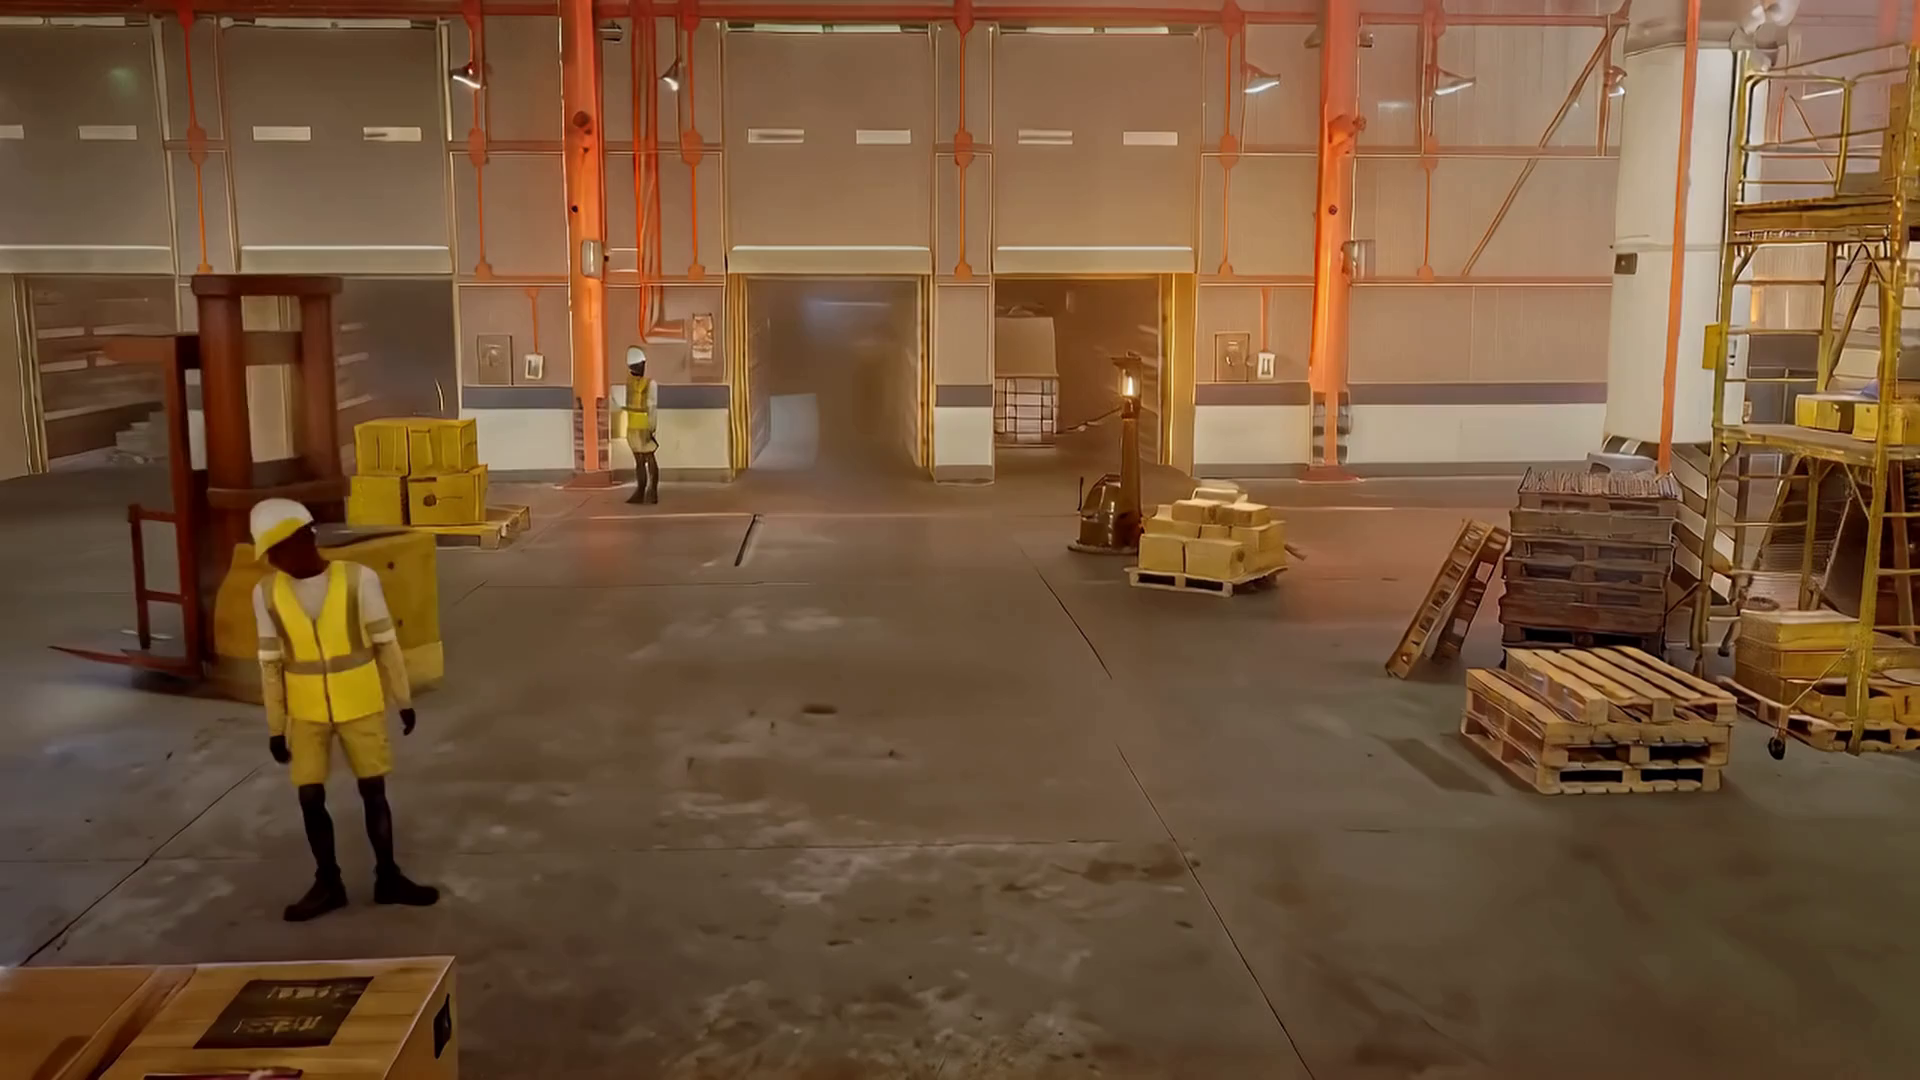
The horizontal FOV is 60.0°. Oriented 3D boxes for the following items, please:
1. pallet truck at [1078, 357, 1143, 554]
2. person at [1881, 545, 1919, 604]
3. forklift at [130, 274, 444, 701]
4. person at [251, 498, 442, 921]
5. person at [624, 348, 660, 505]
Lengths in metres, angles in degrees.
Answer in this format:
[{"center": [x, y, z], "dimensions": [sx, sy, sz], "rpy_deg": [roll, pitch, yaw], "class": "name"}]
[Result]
[{"center": [2.088, -0.836, 16.757], "dimensions": [1.885, 1.965, 0.823], "rpy_deg": [2, 9, 13], "class": "pallet truck"}, {"center": [8.362, -0.347, 13.989], "dimensions": [0.939, 1.908, 0.630], "rpy_deg": [4, 10, 21], "class": "person"}, {"center": [-4.589, -0.396, 11.237], "dimensions": [1.873, 2.768, 1.129], "rpy_deg": [5, 10, 27], "class": "forklift"}, {"center": [-2.654, 0.744, 7.231], "dimensions": [0.726, 1.892, 0.377], "rpy_deg": [-2, 9, -12], "class": "person"}, {"center": [-3.942, -1.397, 20.502], "dimensions": [0.544, 1.930, 0.388], "rpy_deg": [8, 12, 40], "class": "person"}]
